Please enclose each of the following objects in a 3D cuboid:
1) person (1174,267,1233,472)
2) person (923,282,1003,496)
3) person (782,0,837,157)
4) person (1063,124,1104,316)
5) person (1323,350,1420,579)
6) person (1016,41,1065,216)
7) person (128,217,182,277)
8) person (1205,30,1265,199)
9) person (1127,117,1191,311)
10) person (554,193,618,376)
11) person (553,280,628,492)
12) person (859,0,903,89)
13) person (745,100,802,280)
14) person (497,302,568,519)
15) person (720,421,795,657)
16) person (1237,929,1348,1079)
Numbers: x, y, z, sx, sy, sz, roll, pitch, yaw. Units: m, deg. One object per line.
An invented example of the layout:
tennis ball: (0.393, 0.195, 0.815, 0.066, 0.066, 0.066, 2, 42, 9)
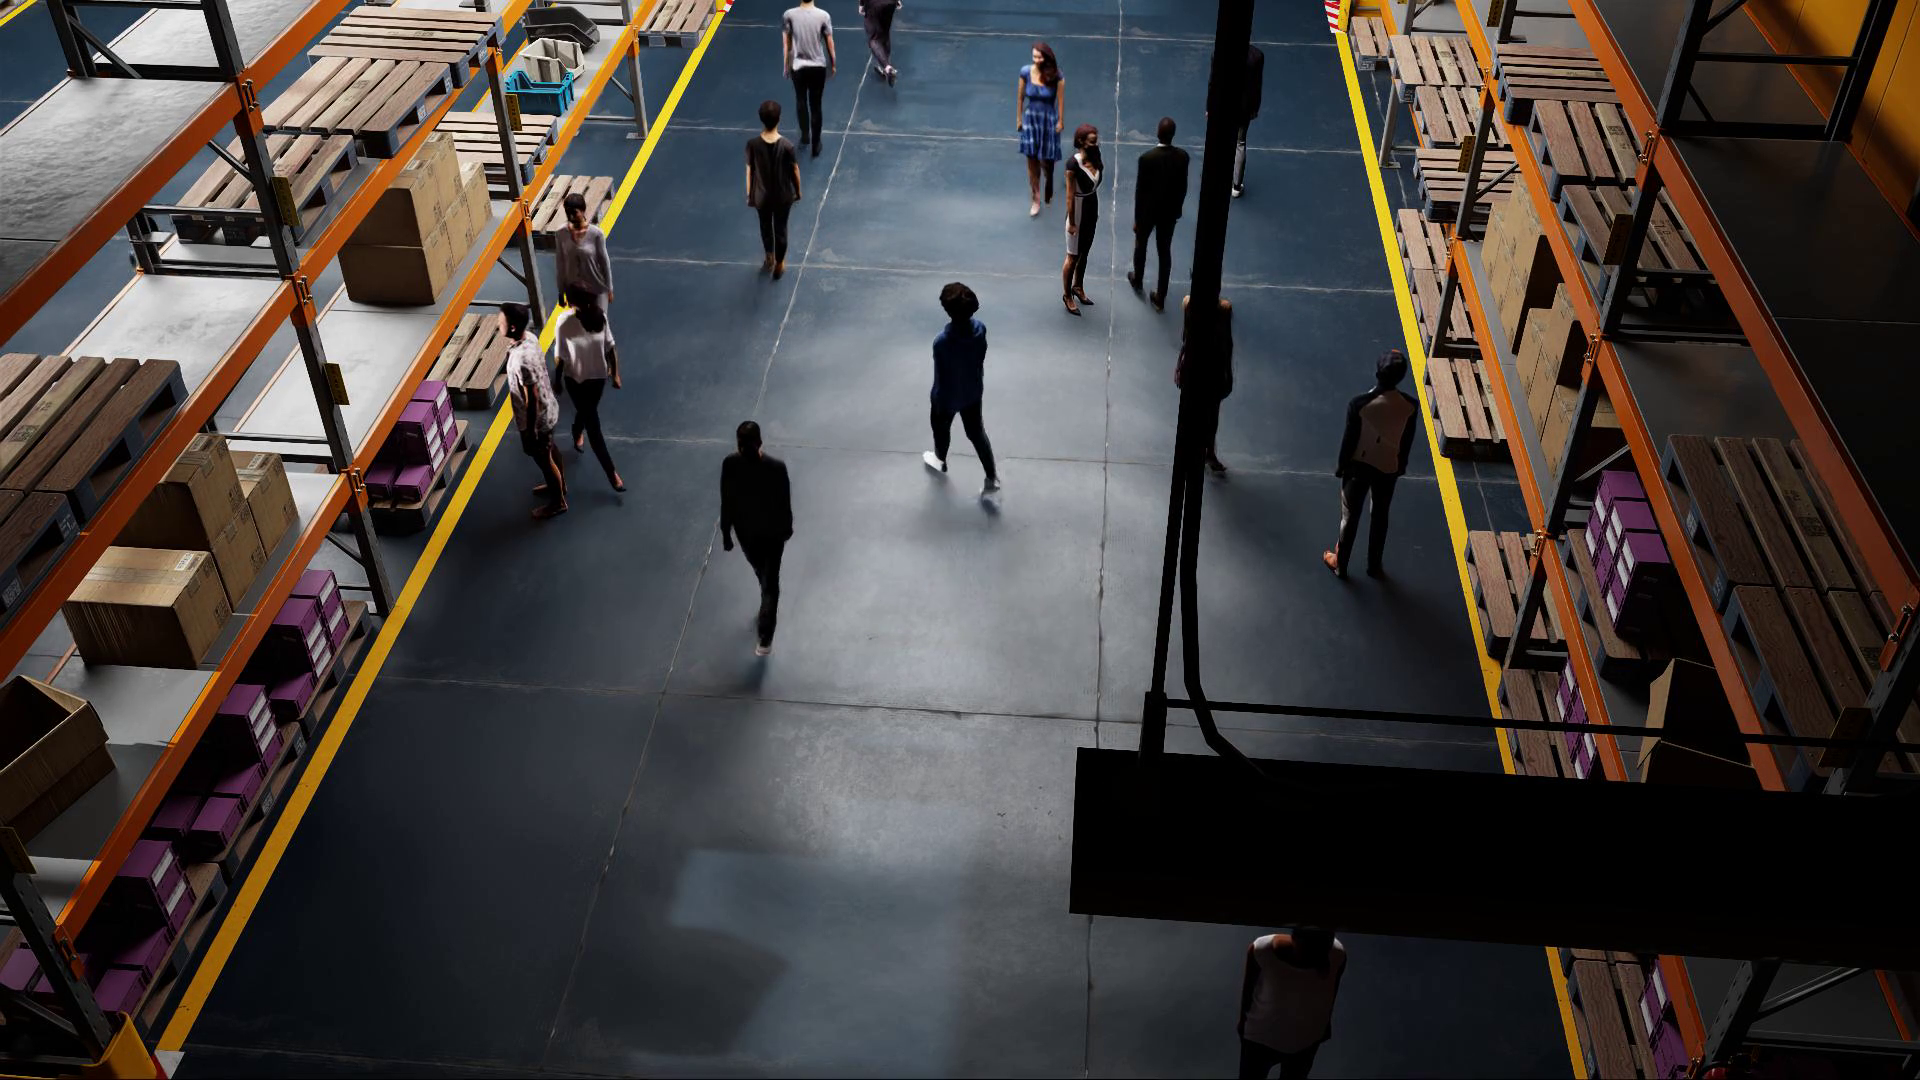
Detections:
person: (1.957, -1.342, 13.102, 0.845, 1.752, 0.849, -32, 48, -33)
person: (0.042, -1.121, 12.805, 1.126, 1.777, 1.225, -24, 44, -27)
person: (-1.607, -4.935, 17.523, 0.728, 1.849, 0.700, 0, 39, 1)
person: (1.094, -2.903, 15.020, 0.709, 1.797, 0.595, 25, 45, 28)
person: (2.969, -0.532, 11.974, 0.709, 1.893, 0.630, -2, 39, -3)
person: (0.821, -4.099, 16.520, 0.752, 1.795, 0.793, 13, 40, 16)
person: (-6.643, -2.000, 14.022, 0.576, 1.631, 0.586, 1, 39, 1)
person: (2.749, -4.383, 16.751, 0.721, 1.950, 0.594, 1, 39, 1)
person: (1.831, -2.903, 15.035, 0.857, 1.779, 0.997, -9, 39, -11)
person: (-3.150, -2.169, 14.131, 0.611, 1.760, 0.639, 5, 39, 7)
person: (-2.969, -1.287, 13.042, 1.126, 1.742, 1.181, -26, 46, -29)
person: (-0.871, -6.035, 18.932, 1.037, 1.810, 1.200, -17, 42, -20)
person: (-1.760, -3.215, 15.488, 0.640, 1.701, 0.670, 3, 39, 3)
person: (-3.222, -1.001, 12.625, 0.763, 1.814, 0.568, -4, 39, -5)
person: (-1.381, -0.132, 11.606, 0.704, 1.728, 1.060, 6, 39, 8)
person: (1.657, 2.443, 8.411, 0.678, 1.691, 0.638, -1, 39, -2)
